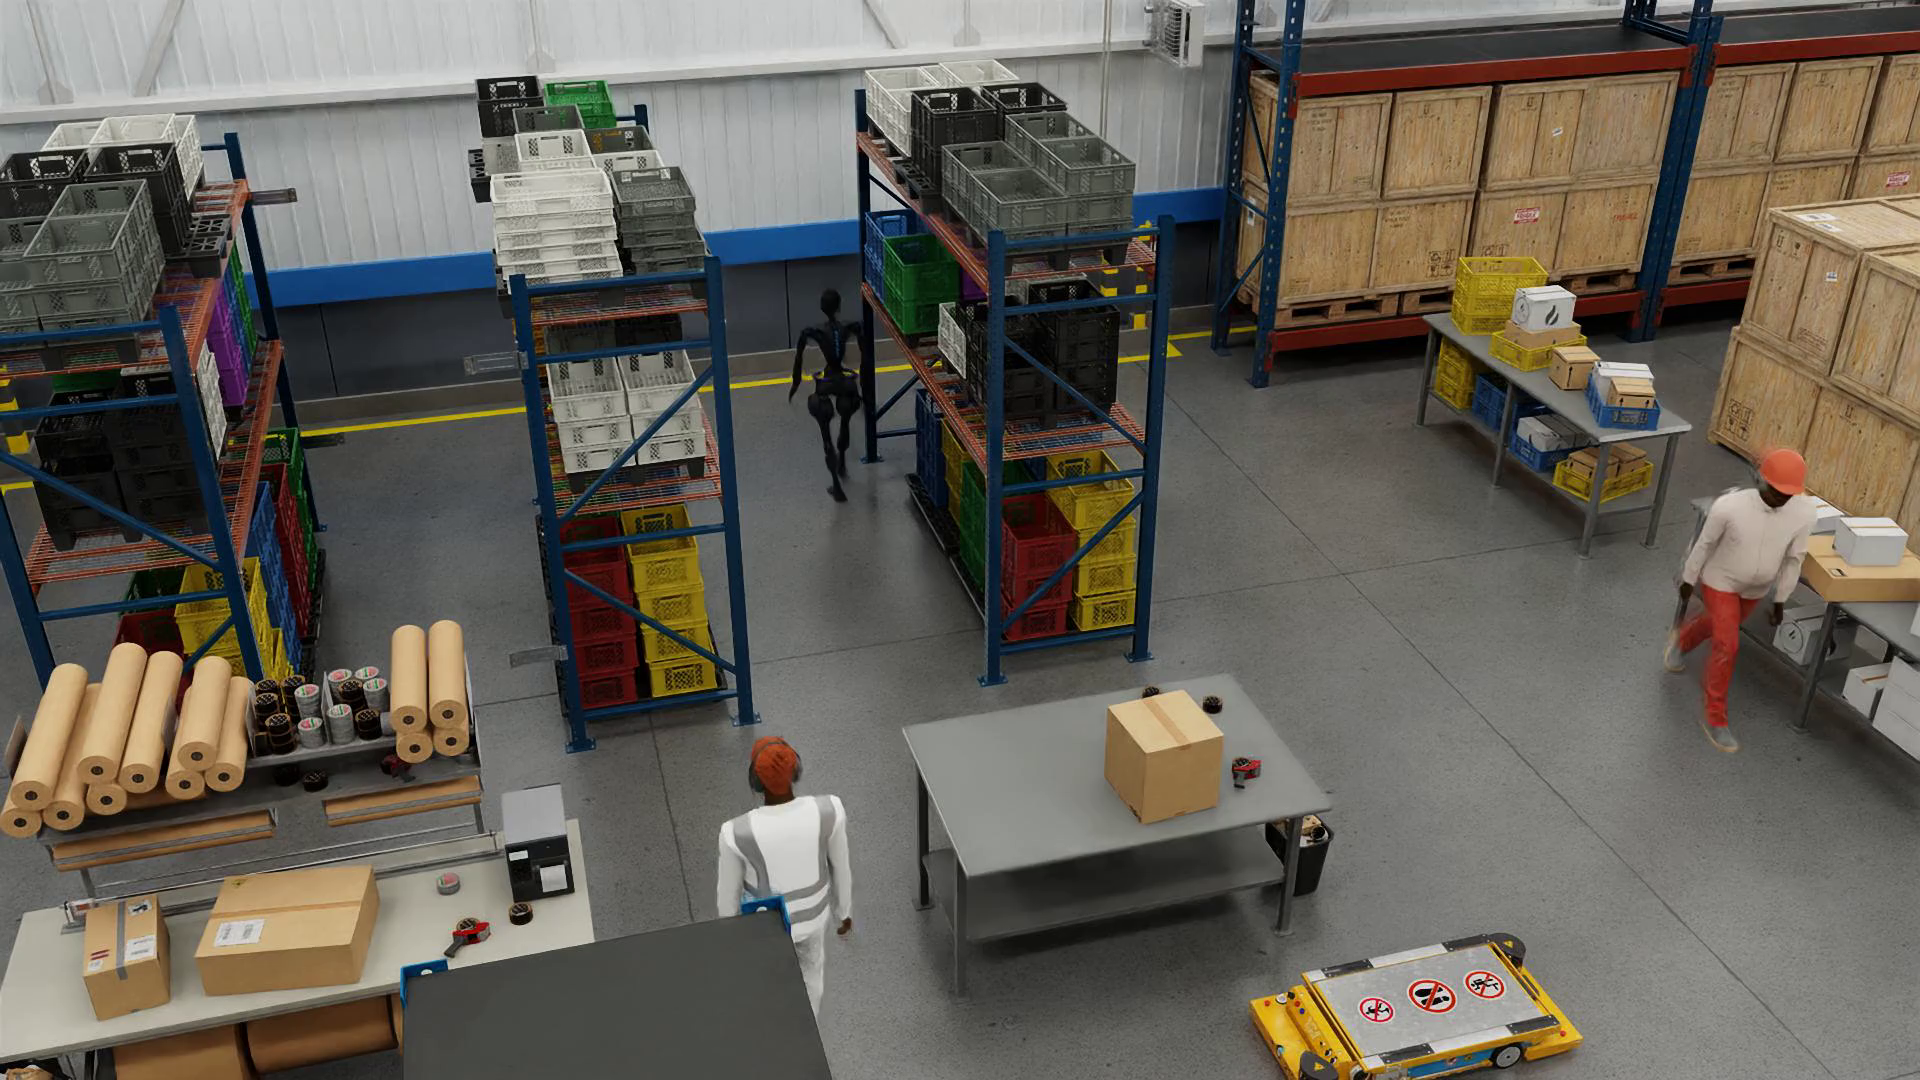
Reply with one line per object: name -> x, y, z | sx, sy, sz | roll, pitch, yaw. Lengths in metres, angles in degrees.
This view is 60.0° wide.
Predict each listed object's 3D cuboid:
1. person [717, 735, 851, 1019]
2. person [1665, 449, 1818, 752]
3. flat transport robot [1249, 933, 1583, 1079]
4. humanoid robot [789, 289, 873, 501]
person -> -0.801, 1.658, 7.495 | 0.587, 1.879, 0.558 | -12, 31, -21
person -> 4.685, 0.199, 10.103 | 0.585, 1.912, 1.062 | -1, 29, -2
flat transport robot -> 2.184, 2.282, 7.980 | 1.431, 0.197, 0.652 | -8, 30, -14
humanoid robot -> -0.997, -1.158, 12.832 | 0.569, 1.635, 0.672 | -11, 31, -20
